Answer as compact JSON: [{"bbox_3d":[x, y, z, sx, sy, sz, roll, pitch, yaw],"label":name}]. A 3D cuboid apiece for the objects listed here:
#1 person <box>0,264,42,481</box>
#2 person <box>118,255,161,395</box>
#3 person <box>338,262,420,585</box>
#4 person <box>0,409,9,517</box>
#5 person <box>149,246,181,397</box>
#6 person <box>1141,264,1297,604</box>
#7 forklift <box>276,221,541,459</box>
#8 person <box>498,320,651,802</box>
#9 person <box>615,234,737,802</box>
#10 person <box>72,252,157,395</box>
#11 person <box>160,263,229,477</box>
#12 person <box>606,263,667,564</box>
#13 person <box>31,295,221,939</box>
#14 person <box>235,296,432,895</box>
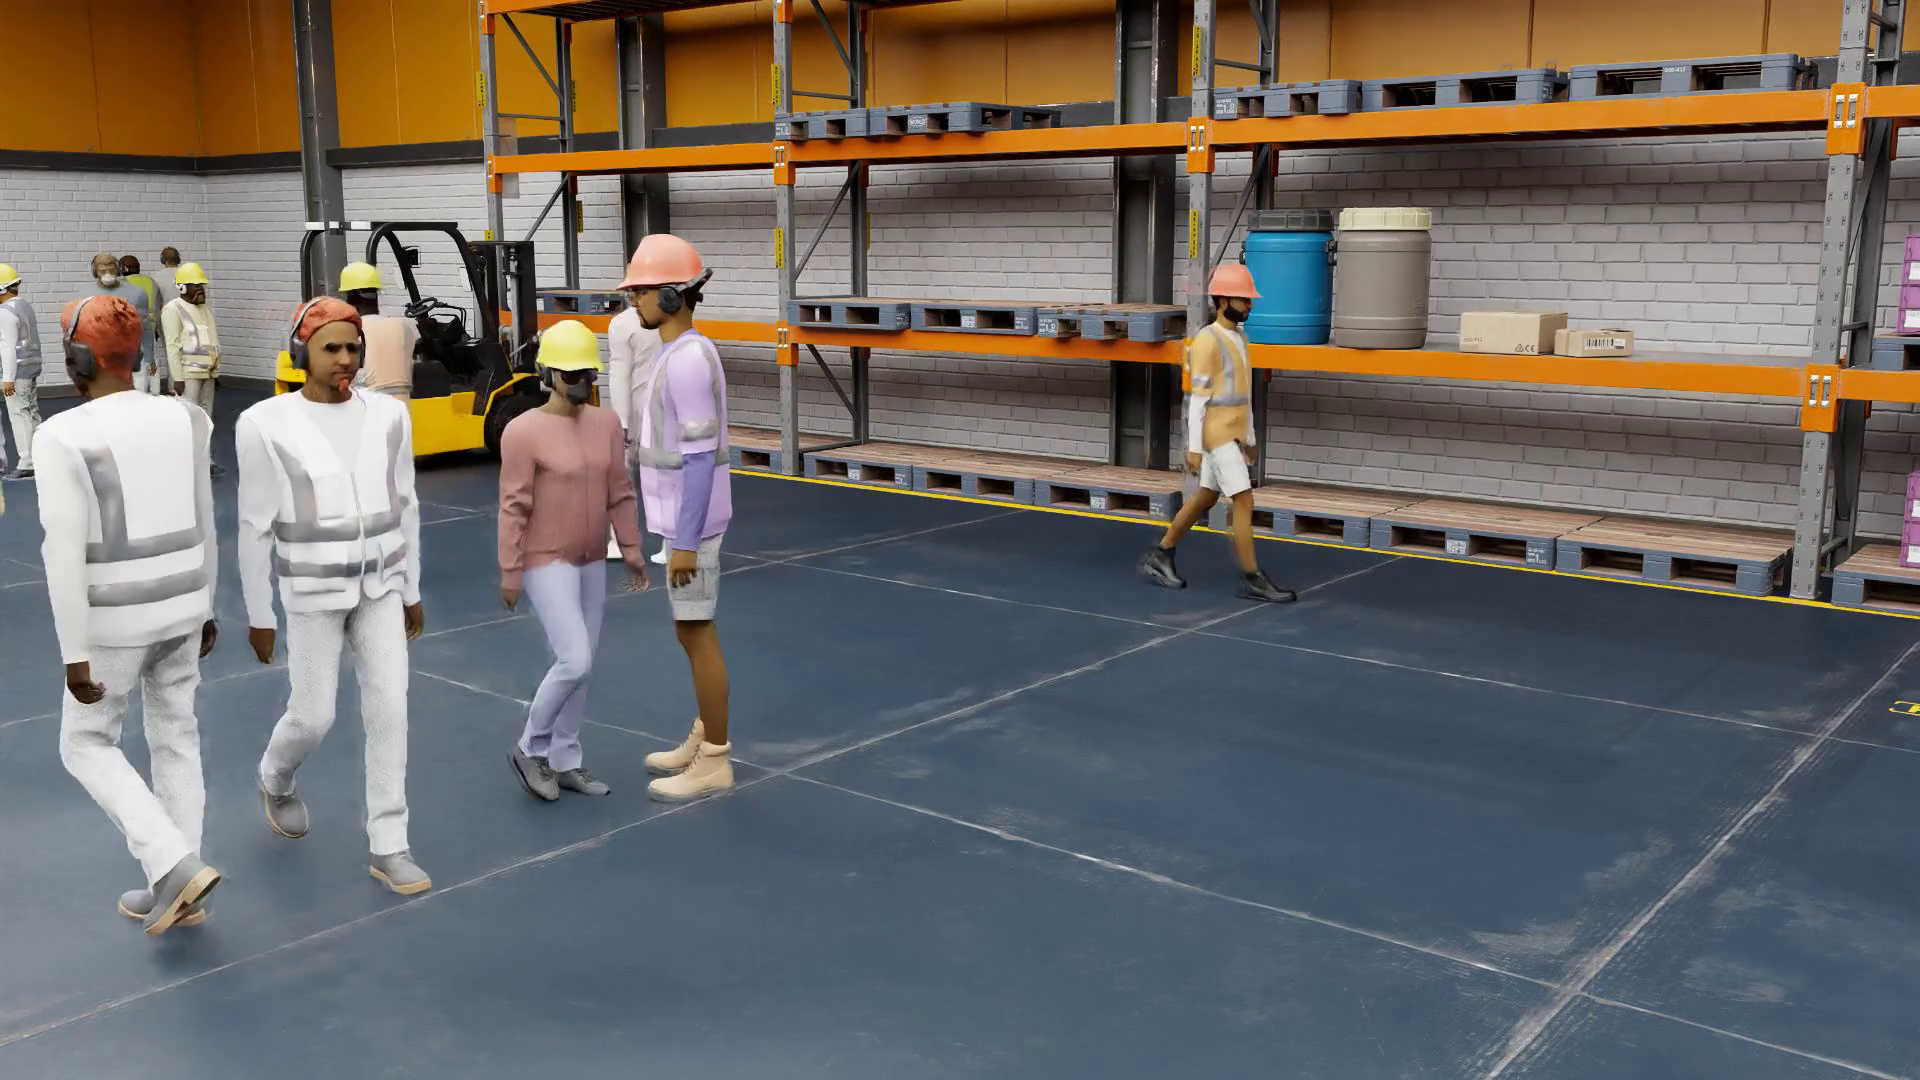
[{"bbox_3d":[-8.003,-1.416,14.086,0.403,1.826,0.596,-3,11,-16],"label":"person"},{"bbox_3d":[-10.115,-2.566,20.419,0.429,1.839,0.623,4,11,23],"label":"person"},{"bbox_3d":[-3.521,-0.686,9.851,0.925,1.885,0.594,9,13,40],"label":"person"},{"bbox_3d":[-5.694,-0.479,9.431,0.415,1.622,0.518,6,12,32],"label":"person"},{"bbox_3d":[-9.972,-2.754,21.173,0.629,1.940,0.373,-8,13,-38],"label":"person"},{"bbox_3d":[1.450,-0.613,9.440,0.971,1.899,0.557,6,12,30],"label":"person"},{"bbox_3d":[-4.922,-1.741,14.854,1.214,2.155,2.313,8,13,38],"label":"forklift"},{"bbox_3d":[-1.383,0.090,5.962,0.408,1.746,0.520,6,12,31],"label":"person"},{"bbox_3d":[-1.023,-0.073,6.030,0.390,2.040,0.614,-2,10,-10],"label":"person"},{"bbox_3d":[-7.591,-1.619,14.955,0.652,1.915,0.548,-7,12,-34],"label":"person"},{"bbox_3d":[-6.449,-1.416,14.052,0.403,1.832,0.594,1,10,8],"label":"person"},{"bbox_3d":[-2.010,-0.775,10.365,0.755,1.880,0.672,8,13,37],"label":"person"},{"bbox_3d":[-2.345,0.239,4.779,0.456,1.874,0.589,5,11,26],"label":"person"},{"bbox_3d":[-2.003,0.164,5.272,0.774,1.851,0.586,10,14,43],"label":"person"}]
